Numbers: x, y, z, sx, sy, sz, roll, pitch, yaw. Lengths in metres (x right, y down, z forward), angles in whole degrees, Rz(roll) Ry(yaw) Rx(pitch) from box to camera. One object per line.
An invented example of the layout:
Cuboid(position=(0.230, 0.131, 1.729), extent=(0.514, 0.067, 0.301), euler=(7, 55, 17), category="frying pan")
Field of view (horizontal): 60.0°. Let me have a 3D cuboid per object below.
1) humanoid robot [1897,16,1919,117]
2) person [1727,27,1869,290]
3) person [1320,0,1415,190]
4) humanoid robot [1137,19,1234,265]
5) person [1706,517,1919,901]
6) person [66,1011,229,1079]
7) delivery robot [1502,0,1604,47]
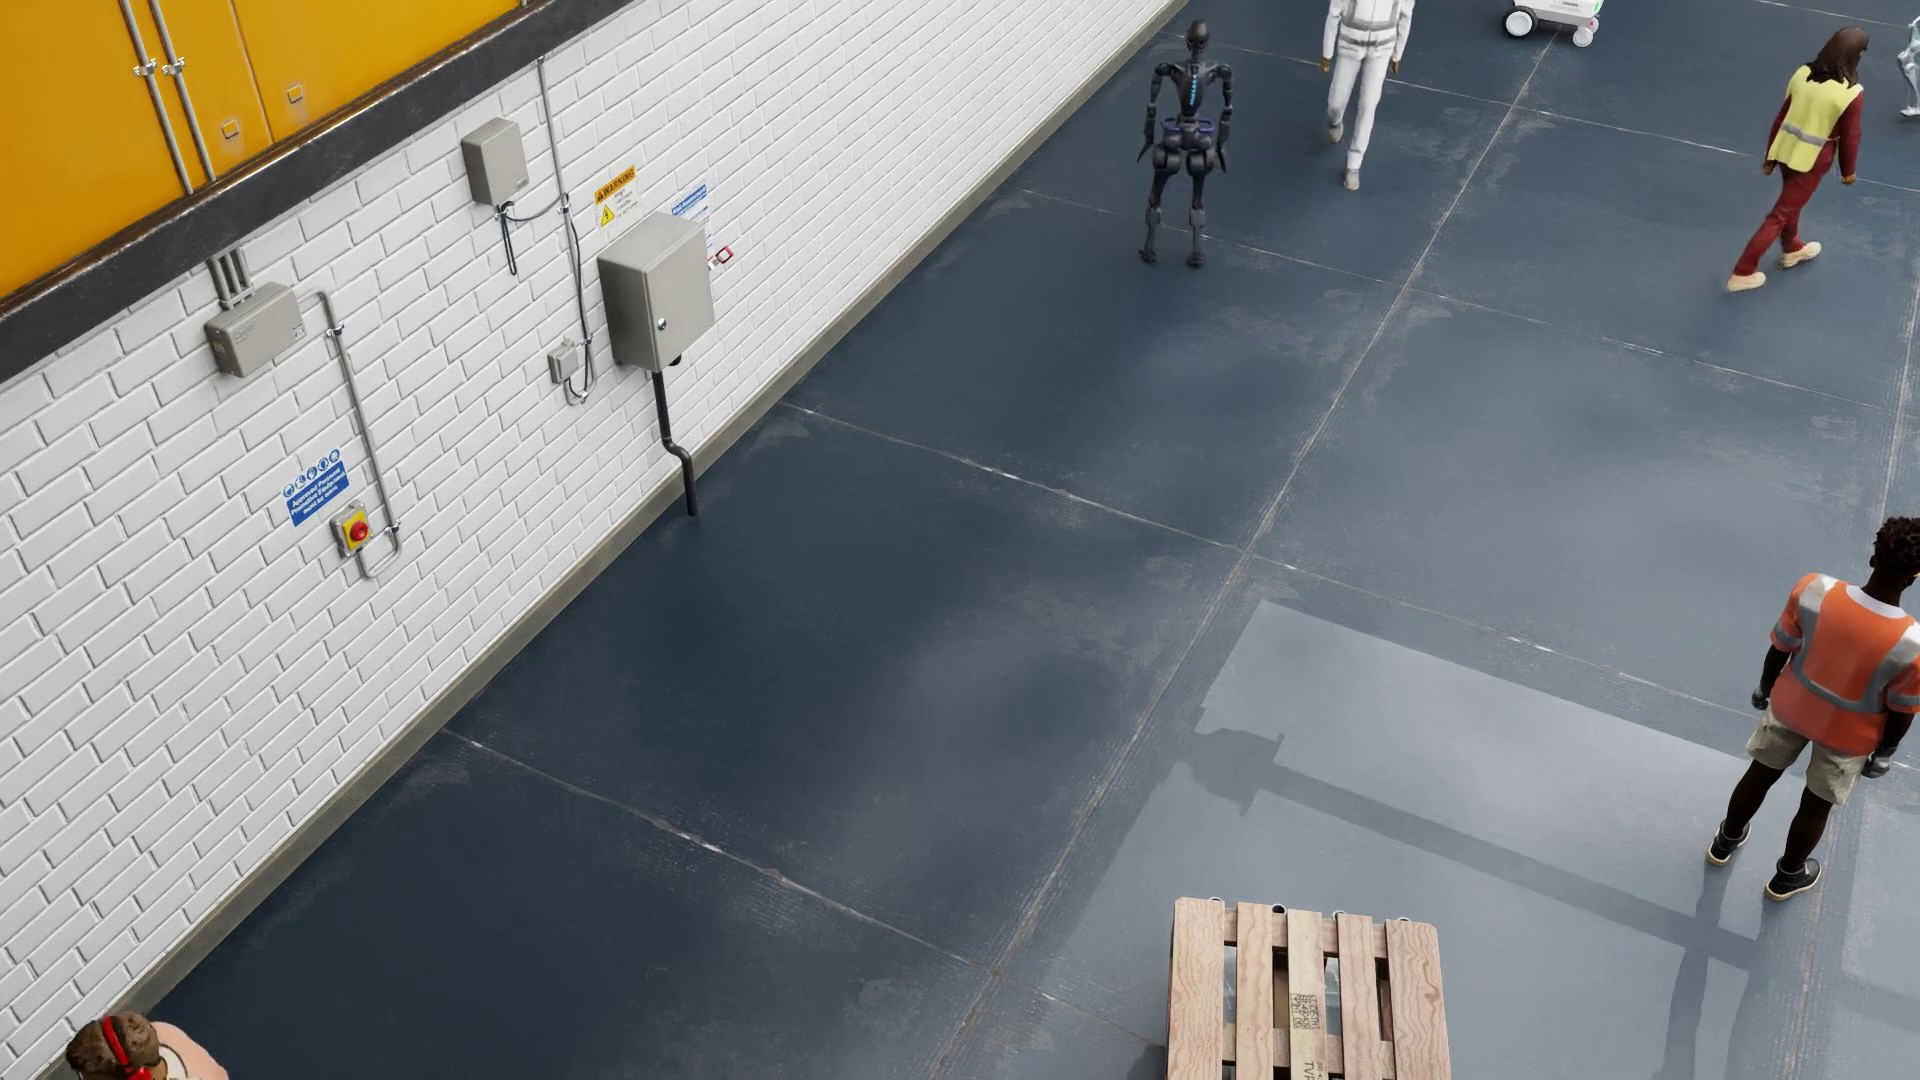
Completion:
Cuboid(position=(7.283, -3.809, 12.178), extent=(0.747, 1.836, 0.542), euler=(-10, 42, -12), category="humanoid robot")
Cuboid(position=(5.418, -2.400, 10.499), extent=(0.871, 1.732, 0.472), euler=(-13, 43, -15), category="person")
Cuboid(position=(2.820, -3.441, 11.605), extent=(0.584, 1.865, 0.697), euler=(5, 41, 6), category="person")
Cuboid(position=(1.447, -2.541, 10.716), extent=(0.587, 1.644, 0.394), euler=(2, 41, 2), category="humanoid robot")
Cuboid(position=(3.508, 0.700, 6.729), extent=(0.368, 1.965, 0.602), euler=(-30, 49, -30), category="person")
Cuboid(position=(-2.429, 2.093, 5.245), extent=(0.987, 1.791, 0.572), euler=(-29, 48, -29), category="person")
Cuboid(position=(4.914, -4.435, 13.772), extent=(0.804, 0.610, 0.499), euler=(18, 44, 19), category="delivery robot")
